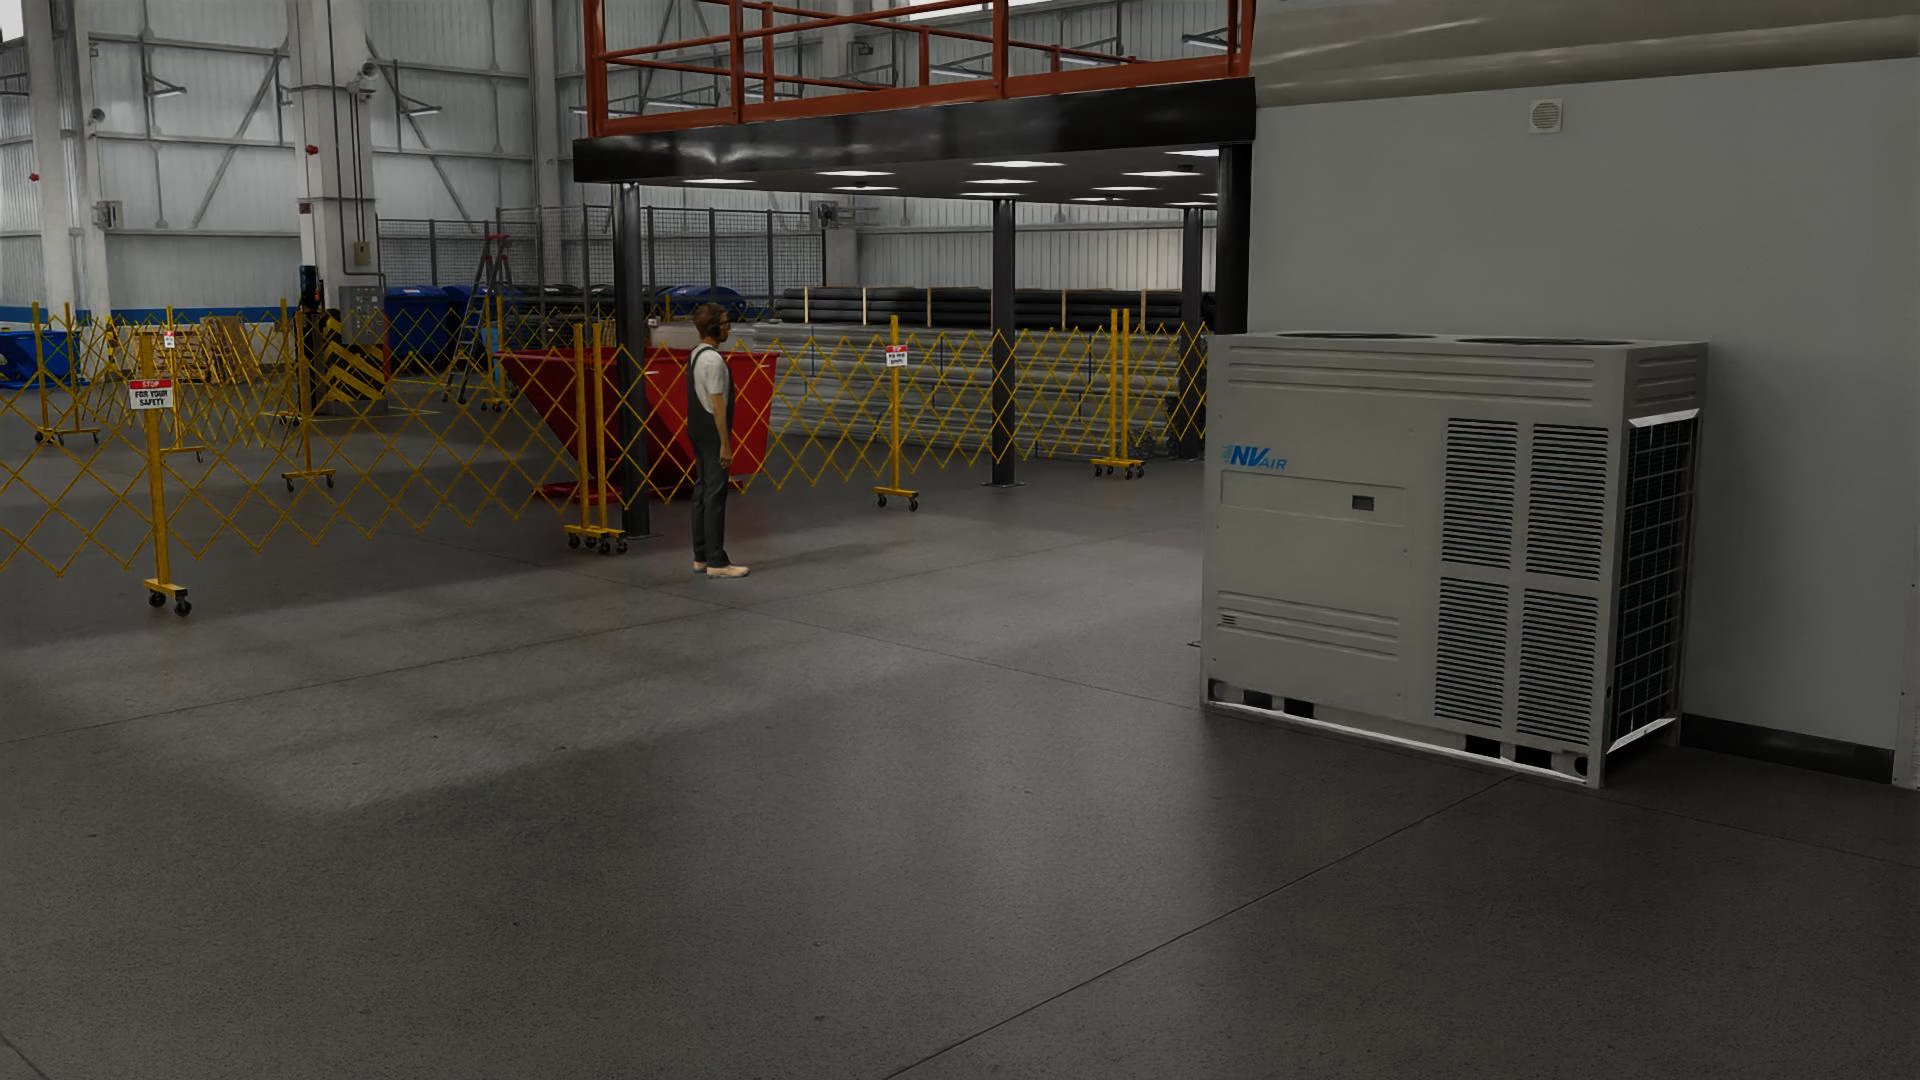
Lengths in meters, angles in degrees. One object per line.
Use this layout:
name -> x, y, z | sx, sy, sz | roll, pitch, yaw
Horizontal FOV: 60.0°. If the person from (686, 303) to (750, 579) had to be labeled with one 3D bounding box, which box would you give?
person -> -1.650, -0.662, 11.168 | 0.343, 1.846, 0.507 | -5, 10, -27
